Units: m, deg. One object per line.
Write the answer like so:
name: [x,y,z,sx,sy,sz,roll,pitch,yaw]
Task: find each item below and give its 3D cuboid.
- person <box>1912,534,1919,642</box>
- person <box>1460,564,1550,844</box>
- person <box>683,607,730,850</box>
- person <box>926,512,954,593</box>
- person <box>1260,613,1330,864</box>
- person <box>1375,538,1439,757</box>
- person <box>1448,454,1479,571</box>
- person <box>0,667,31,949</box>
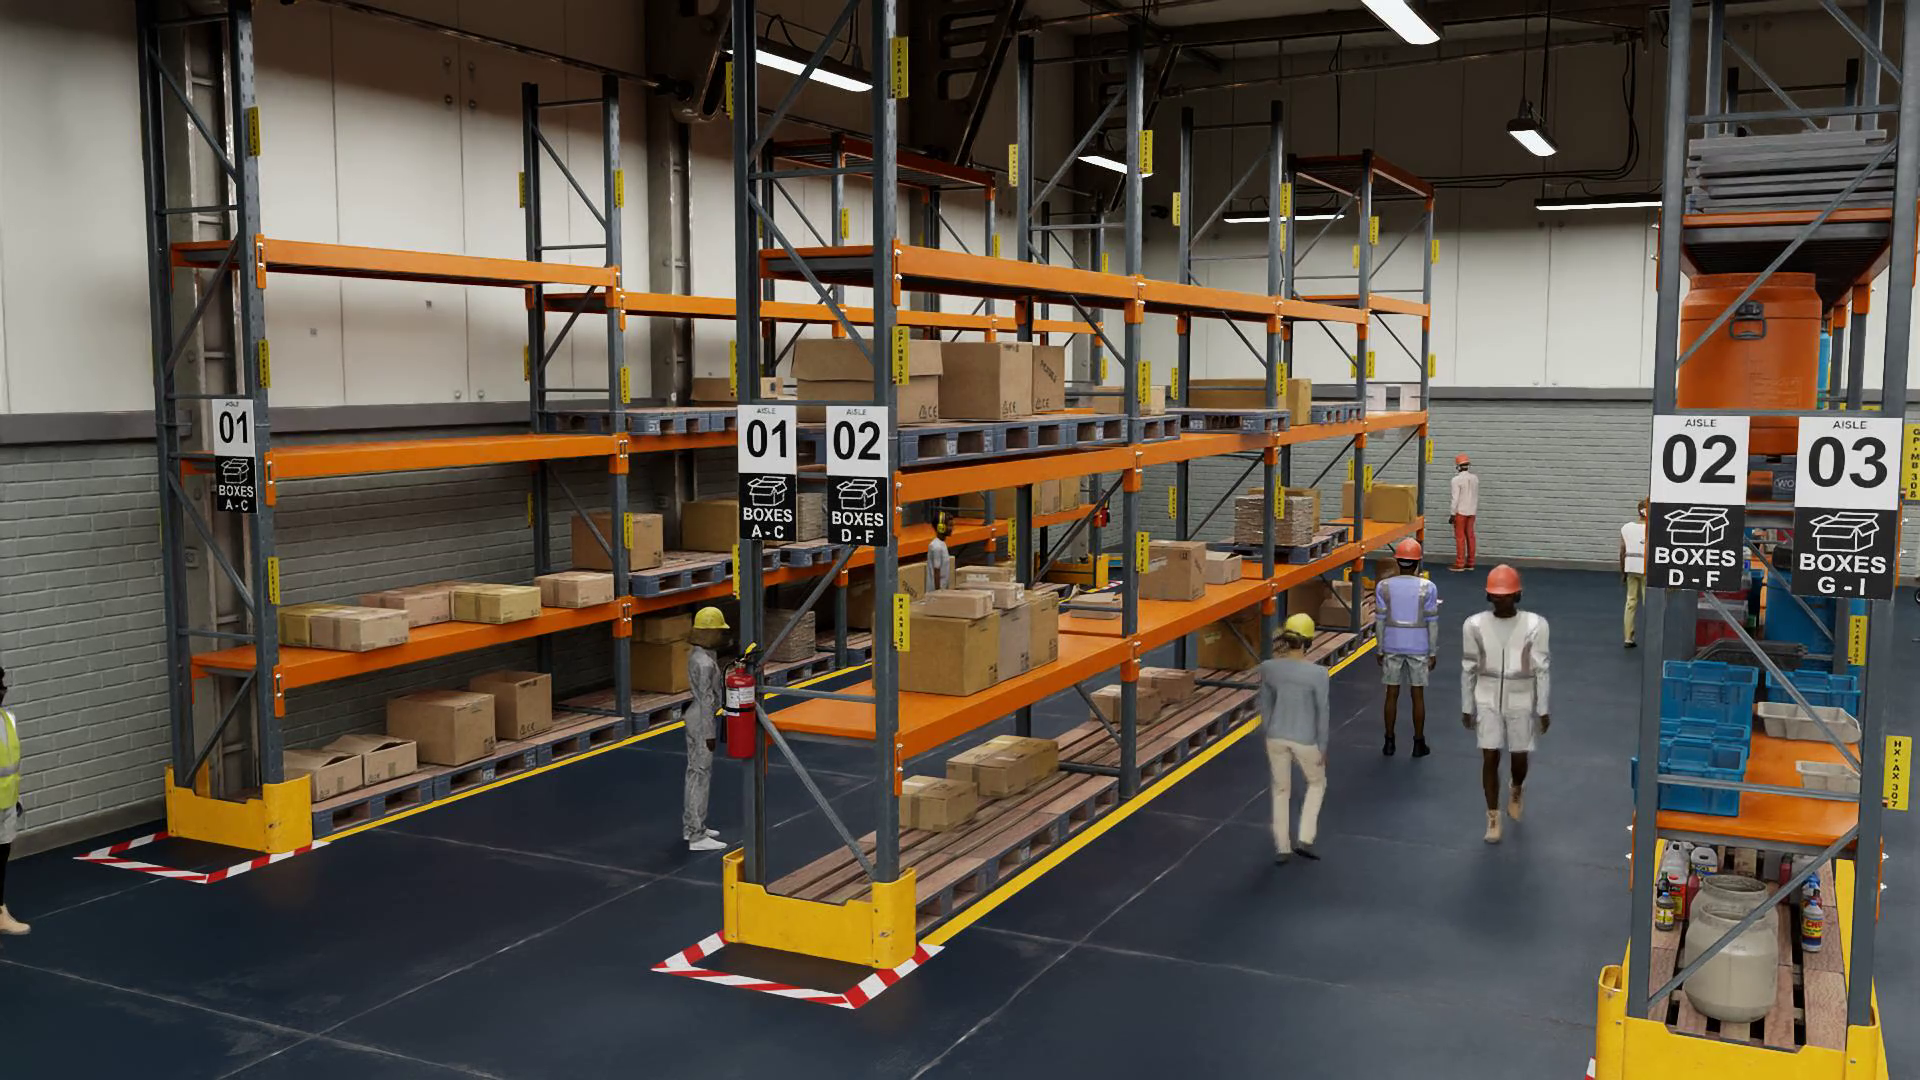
person: [12.087,0.437,20.631,0.365,1.759,0.523,-1,6,-14]
person: [3.960,1.178,12.088,0.637,2.031,0.527,3,6,25]
person: [-1.815,1.341,11.943,0.342,1.735,0.482,-2,6,-16]
person: [-0.221,0.616,18.342,0.310,1.864,0.533,0,6,1]
person: [2.320,1.377,11.512,0.525,1.754,0.379,4,7,31]
person: [3.950,0.952,14.723,0.544,1.938,0.354,2,6,22]
person: [8.527,-0.461,28.214,0.613,1.991,0.392,-4,7,-32]
person: [-5.765,1.569,9.881,0.317,1.695,0.540,0,6,3]
